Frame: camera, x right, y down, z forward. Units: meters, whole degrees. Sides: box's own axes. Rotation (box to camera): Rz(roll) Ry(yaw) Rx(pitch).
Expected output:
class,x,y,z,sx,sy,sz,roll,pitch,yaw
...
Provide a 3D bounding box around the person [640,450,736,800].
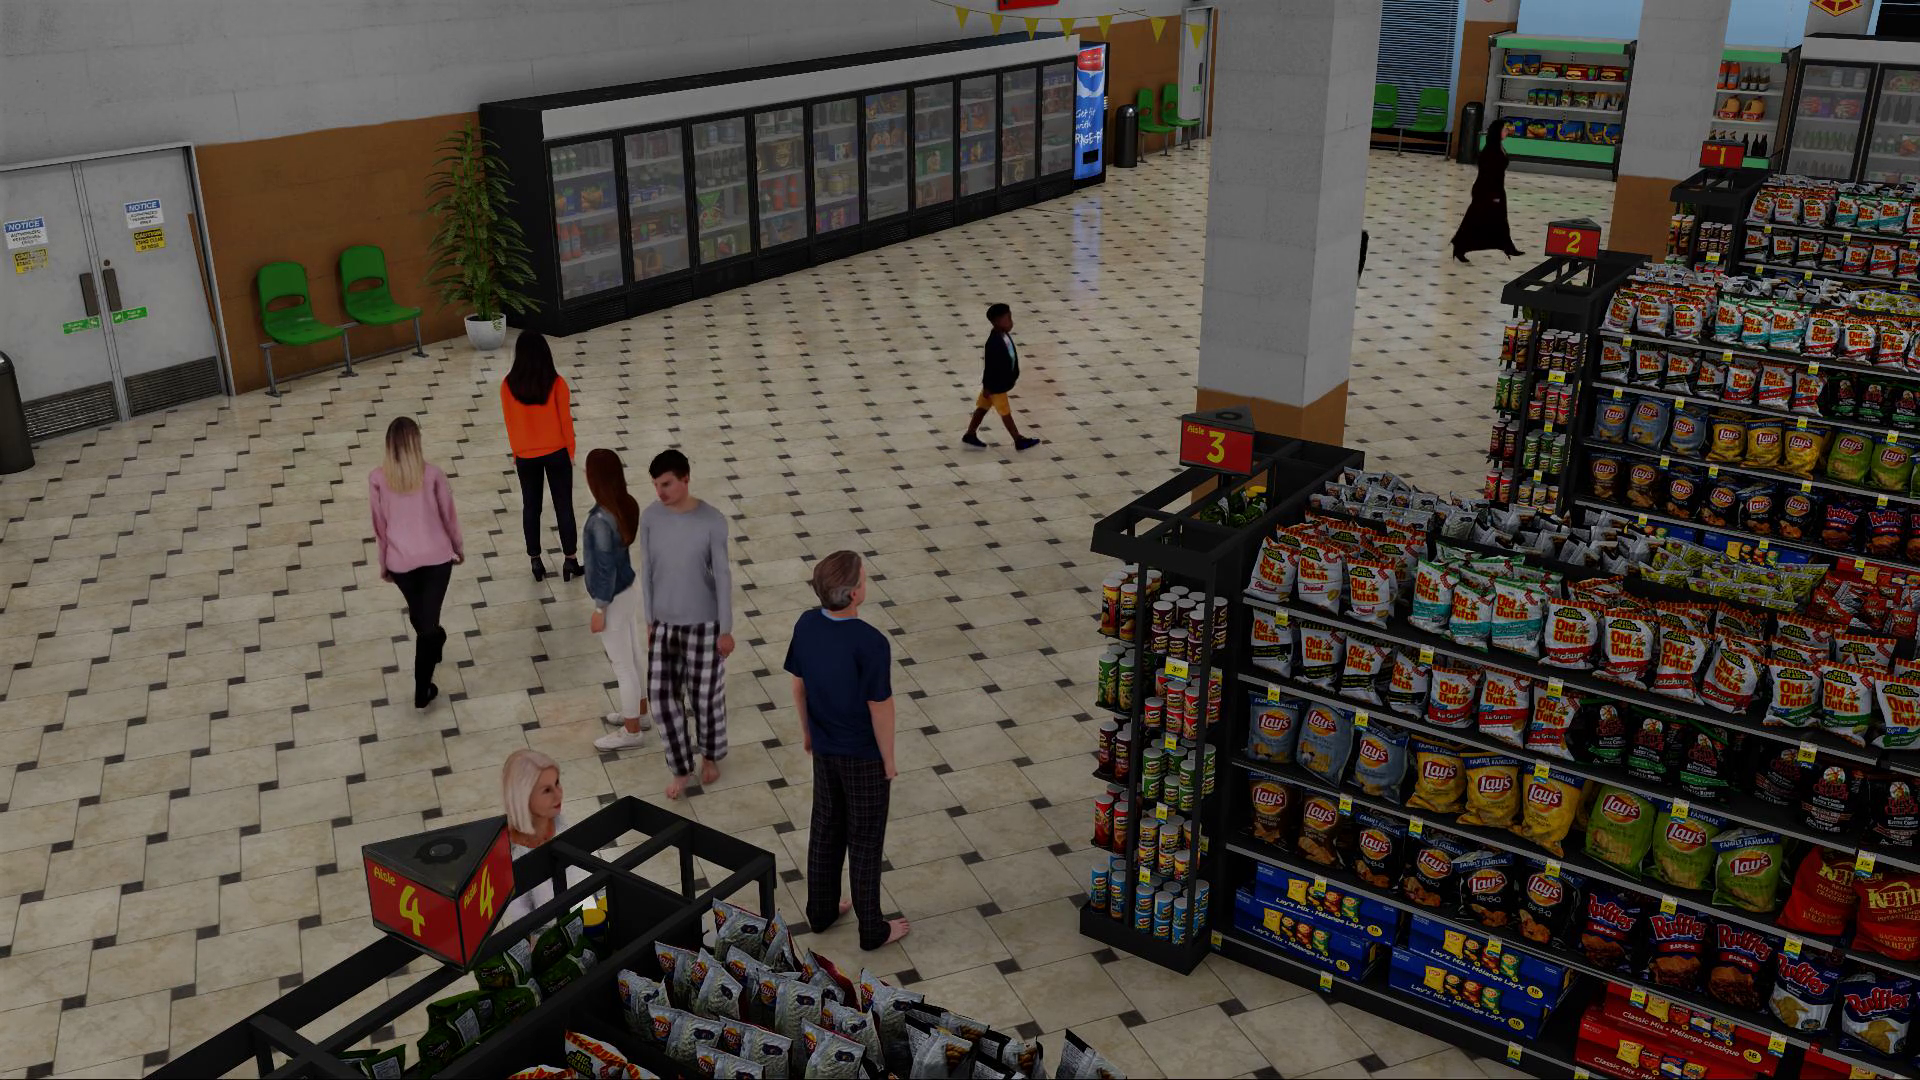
class,x,y,z,sx,sy,sz,roll,pitch,yaw
person,-1.391,0.382,8.610,0.837,1.832,0.890,1,22,2

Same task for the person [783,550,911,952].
class,x,y,z,sx,sy,sz,roll,pitch,yaw
person,-0.489,0.912,7.237,0.465,1.871,0.721,14,26,31

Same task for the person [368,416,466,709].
class,x,y,z,sx,sy,sz,roll,pitch,yaw
person,-3.081,0.161,9.420,1.099,1.637,1.115,-2,22,-5

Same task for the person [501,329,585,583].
class,x,y,z,sx,sy,sz,roll,pitch,yaw
person,-2.775,-0.557,11.058,0.659,1.748,0.766,2,22,4

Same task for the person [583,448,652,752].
class,x,y,z,sx,sy,sz,roll,pitch,yaw
person,-1.834,0.314,8.951,0.694,1.703,0.689,1,22,4

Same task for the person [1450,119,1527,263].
class,x,y,z,sx,sy,sz,roll,pitch,yaw
person,6.287,-4.182,20.128,1.187,1.712,0.853,8,23,20

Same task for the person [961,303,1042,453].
class,x,y,z,sx,sy,sz,roll,pitch,yaw
person,0.234,-1.309,13.609,0.965,1.242,0.744,4,22,10

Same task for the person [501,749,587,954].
class,x,y,z,sx,sy,sz,roll,pitch,yaw
person,-1.552,1.515,5.930,0.926,1.727,0.733,6,23,15
